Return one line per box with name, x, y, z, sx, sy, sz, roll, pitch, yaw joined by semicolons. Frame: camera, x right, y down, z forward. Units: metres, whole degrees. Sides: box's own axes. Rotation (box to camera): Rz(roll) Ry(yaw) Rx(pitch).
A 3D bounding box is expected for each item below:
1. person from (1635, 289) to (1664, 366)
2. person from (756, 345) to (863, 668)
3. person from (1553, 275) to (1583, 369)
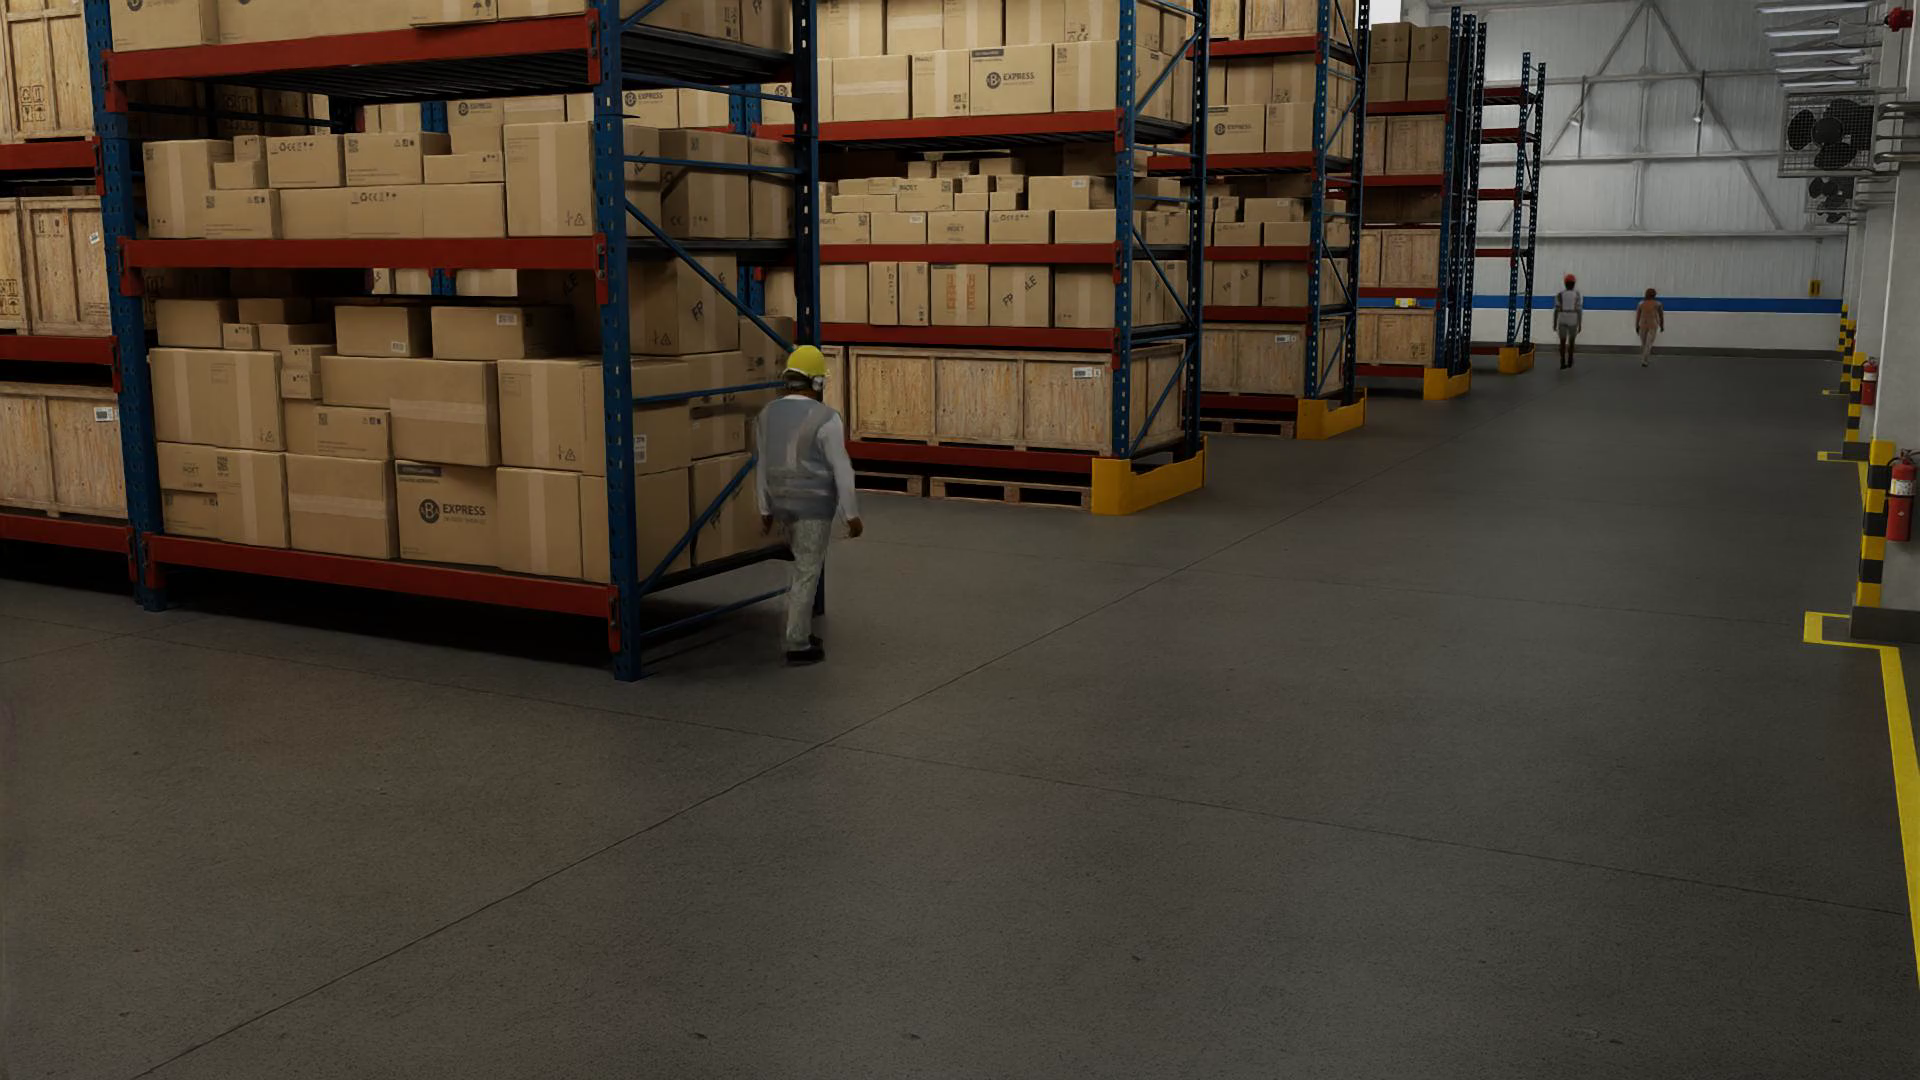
person;14.269;-4.397;34.431;0.510;1.595;0.860;8;13;39
person;-0.825;-0.196;9.457;0.610;1.808;0.603;8;13;40
person;12.298;-4.407;33.643;0.551;1.884;0.984;4;11;23
